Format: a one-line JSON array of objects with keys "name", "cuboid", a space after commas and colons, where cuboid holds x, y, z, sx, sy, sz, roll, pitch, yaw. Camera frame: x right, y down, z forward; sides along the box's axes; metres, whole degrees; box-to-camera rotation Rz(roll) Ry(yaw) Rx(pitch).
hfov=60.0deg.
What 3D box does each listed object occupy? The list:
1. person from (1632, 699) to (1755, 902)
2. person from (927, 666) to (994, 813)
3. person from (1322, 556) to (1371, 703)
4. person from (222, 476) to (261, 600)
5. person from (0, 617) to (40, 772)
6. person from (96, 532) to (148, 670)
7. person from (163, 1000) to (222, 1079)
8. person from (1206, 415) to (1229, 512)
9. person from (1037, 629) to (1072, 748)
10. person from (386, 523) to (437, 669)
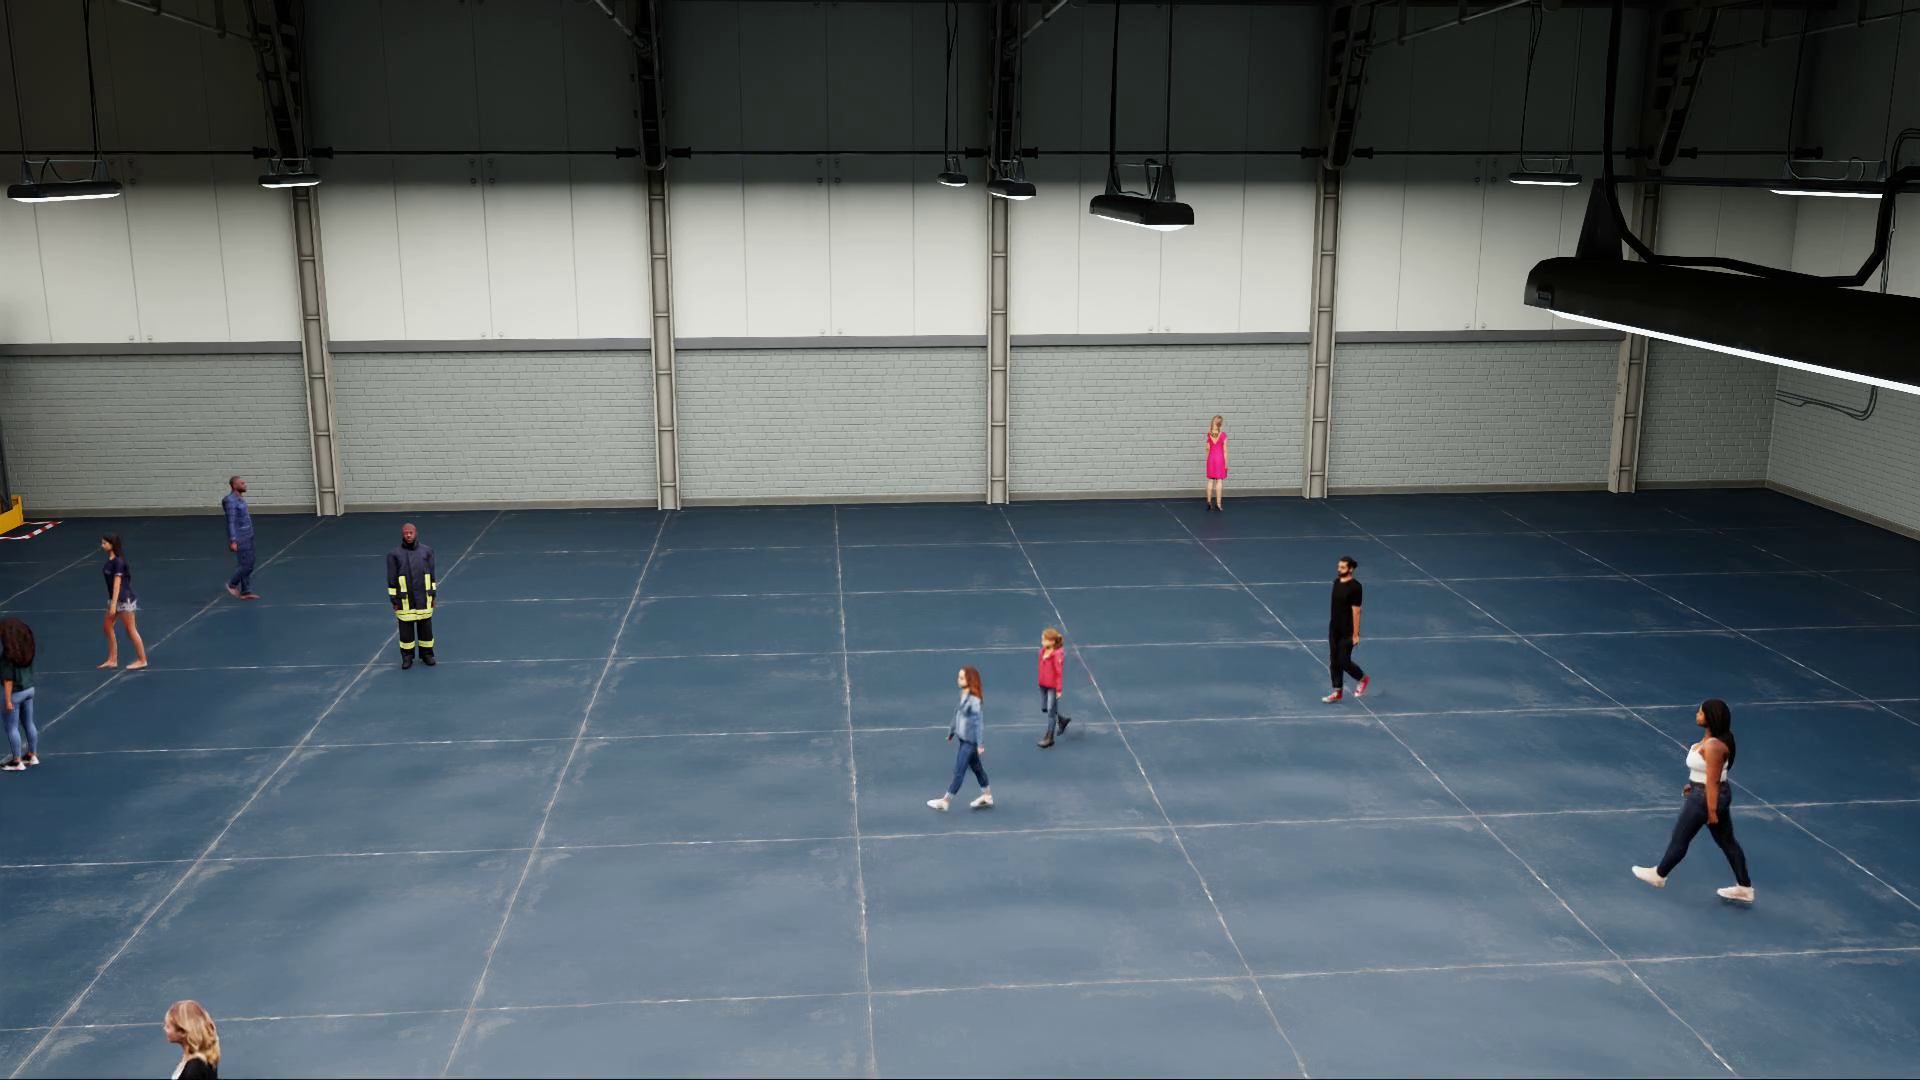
[{"name": "person", "cuboid": [6.473, 2.254, 14.130, 1.246, 1.754, 1.152, 10, 16, 36]}, {"name": "person", "cuboid": [0.160, 1.936, 16.178, 1.012, 1.450, 0.761, -5, 14, -21]}, {"name": "person", "cuboid": [4.537, 1.038, 19.399, 0.916, 1.746, 0.779, -6, 14, -24]}, {"name": "person", "cuboid": [-10.384, -0.021, 23.829, 0.670, 1.810, 0.677, -1, 13, -5]}, {"name": "person", "cuboid": [-9.774, 1.587, 17.329, 0.692, 1.611, 0.668, 2, 13, 9]}, {"name": "person", "cuboid": [-10.288, 0.759, 20.608, 0.924, 1.745, 0.822, -9, 16, -33]}, {"name": "person", "cuboid": [-4.078, 3.392, 9.235, 1.212, 1.745, 0.738, -3, 13, -13]}, {"name": "person", "cuboid": [4.610, -1.395, 29.949, 0.660, 1.727, 0.723, 10, 17, 38]}, {"name": "person", "cuboid": [1.035, 1.586, 18.009, 0.818, 1.306, 0.713, -10, 16, -36]}, {"name": "person", "cuboid": [-6.843, 0.672, 20.809, 0.752, 1.822, 0.901, -6, 14, -25]}]
